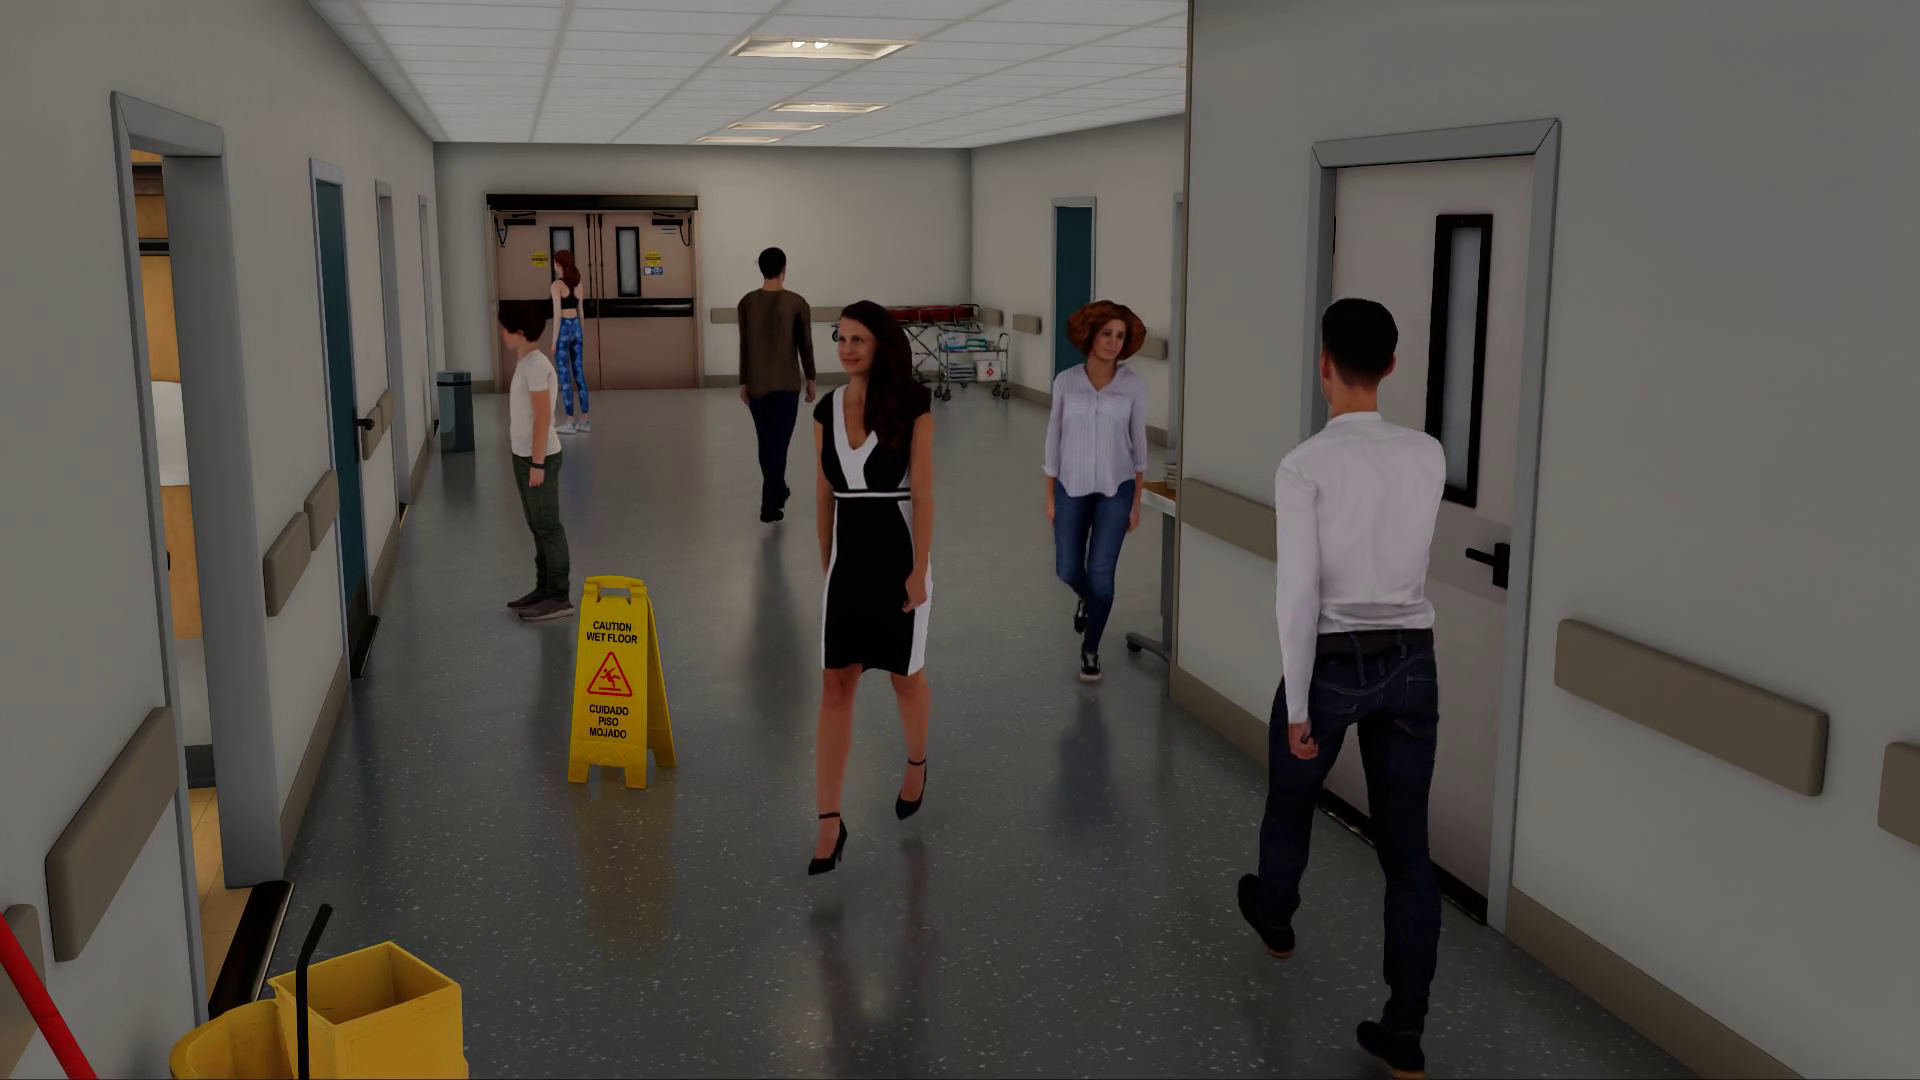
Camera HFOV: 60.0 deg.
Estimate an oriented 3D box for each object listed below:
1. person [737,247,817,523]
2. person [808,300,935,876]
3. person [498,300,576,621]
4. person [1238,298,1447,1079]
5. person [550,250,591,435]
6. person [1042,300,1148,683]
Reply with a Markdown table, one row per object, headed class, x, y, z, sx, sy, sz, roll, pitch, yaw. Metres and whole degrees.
| class | x | y | z | sx | sy | sz | roll | pitch | yaw |
| --- | --- | --- | --- | --- | --- | --- | --- | --- | --- |
| person | -1.280 | -1.008 | 11.262 | 0.990 | 1.835 | 1.263 | 2 | 11 | 10 |
| person | -0.224 | 0.146 | 5.404 | 0.961 | 1.751 | 1.151 | 4 | 11 | 19 |
| person | -2.202 | -0.421 | 8.652 | 0.657 | 1.653 | 0.513 | -5 | 12 | -23 |
| person | 1.001 | 0.382 | 3.983 | 0.696 | 1.817 | 1.251 | -2 | 11 | -9 |
| person | -3.851 | -1.945 | 16.332 | 0.730 | 1.784 | 0.675 | 7 | 13 | 32 |
| person | 0.638 | -0.237 | 7.590 | 0.890 | 1.688 | 1.038 | 3 | 11 | 16 |
